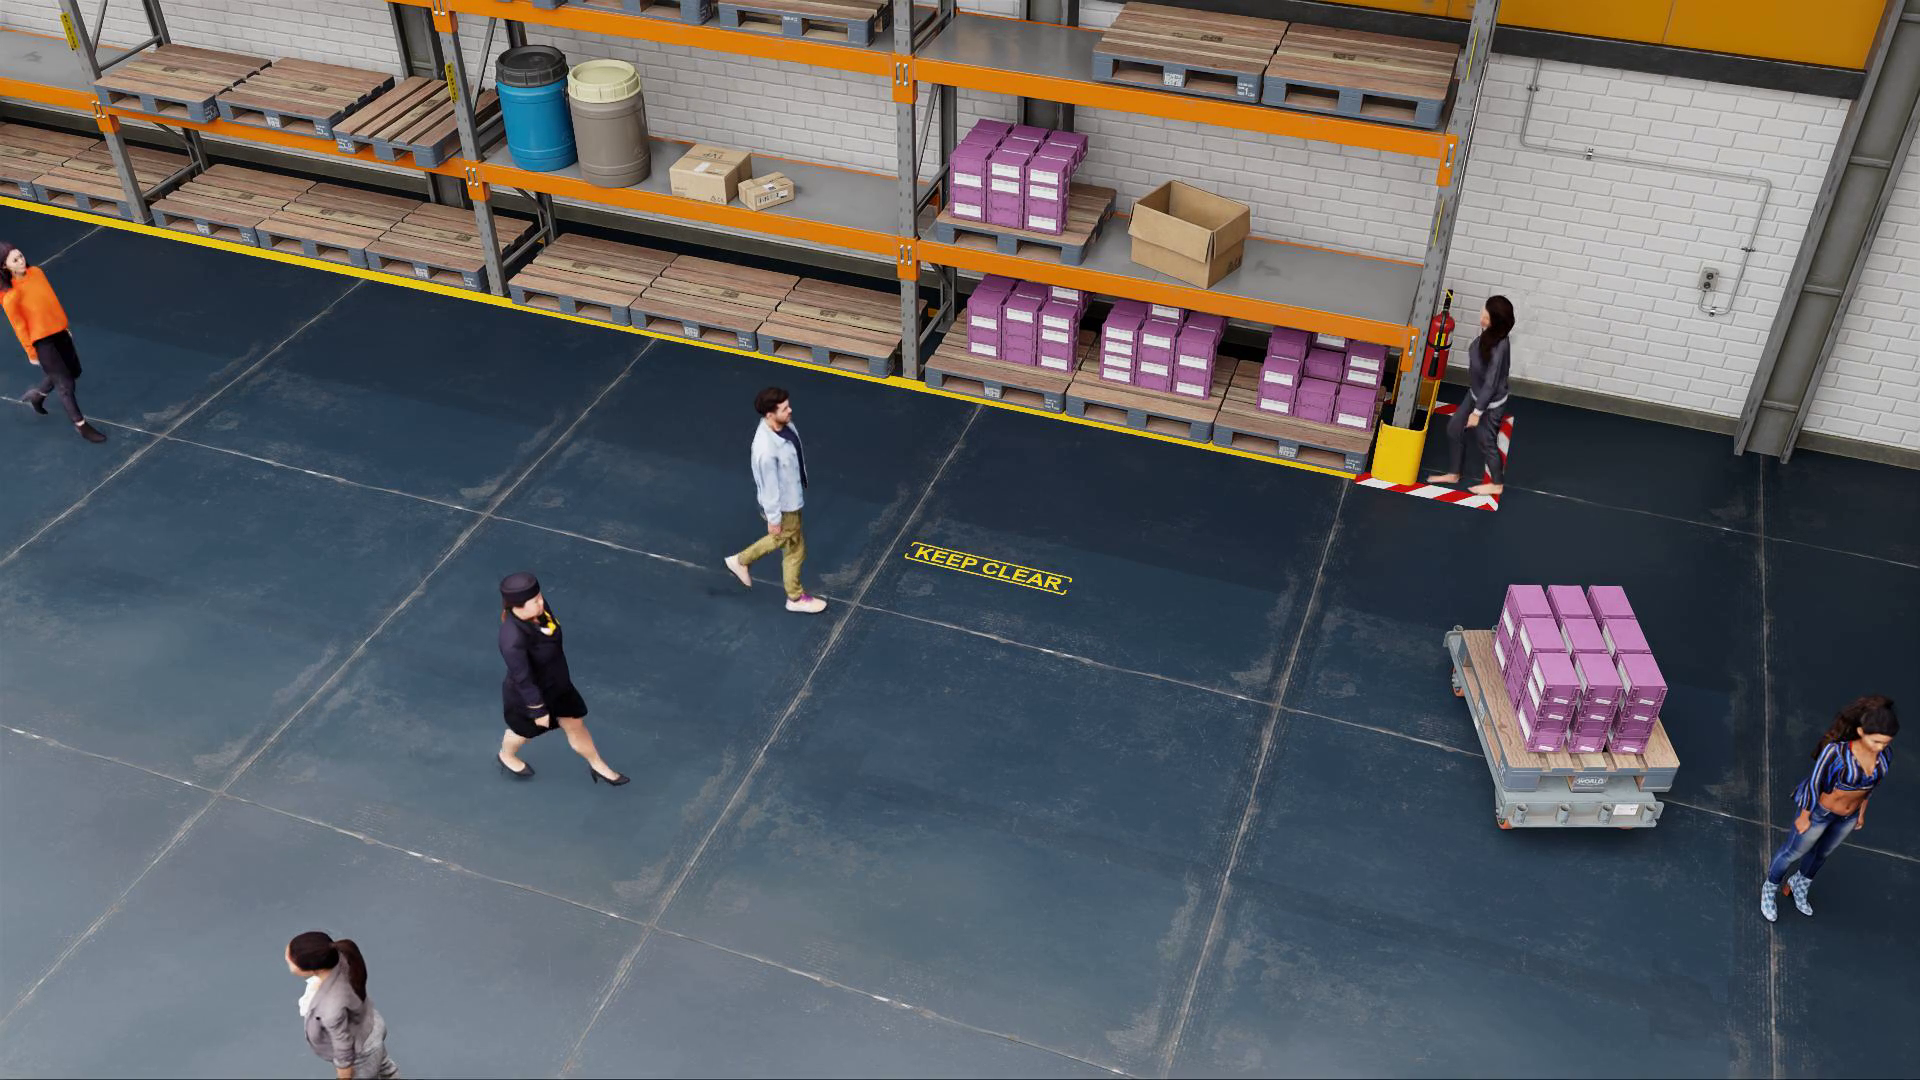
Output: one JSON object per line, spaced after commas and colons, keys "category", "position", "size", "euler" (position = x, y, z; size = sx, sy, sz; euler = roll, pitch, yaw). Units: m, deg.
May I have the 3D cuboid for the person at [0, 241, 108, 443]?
{"category": "person", "position": [-7.078, -1.521, 12.767], "size": [0.973, 1.732, 0.744], "euler": [5, 39, 6]}

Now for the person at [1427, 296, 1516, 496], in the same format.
{"category": "person", "position": [3.926, -1.048, 12.173], "size": [0.903, 1.734, 0.793], "euler": [3, 39, 4]}

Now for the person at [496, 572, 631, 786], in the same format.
{"category": "person", "position": [-2.573, 0.880, 9.847], "size": [1.114, 1.625, 0.804], "euler": [7, 39, 9]}

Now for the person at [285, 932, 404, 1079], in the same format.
{"category": "person", "position": [-2.857, 2.404, 7.897], "size": [0.740, 1.676, 0.717], "euler": [-6, 39, -8]}

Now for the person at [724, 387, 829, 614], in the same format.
{"category": "person", "position": [-1.278, -0.261, 11.134], "size": [1.041, 1.800, 0.825], "euler": [4, 39, 5]}

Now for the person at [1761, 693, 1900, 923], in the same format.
{"category": "person", "position": [4.761, 1.473, 9.101], "size": [0.639, 1.628, 0.750], "euler": [-5, 39, -6]}
